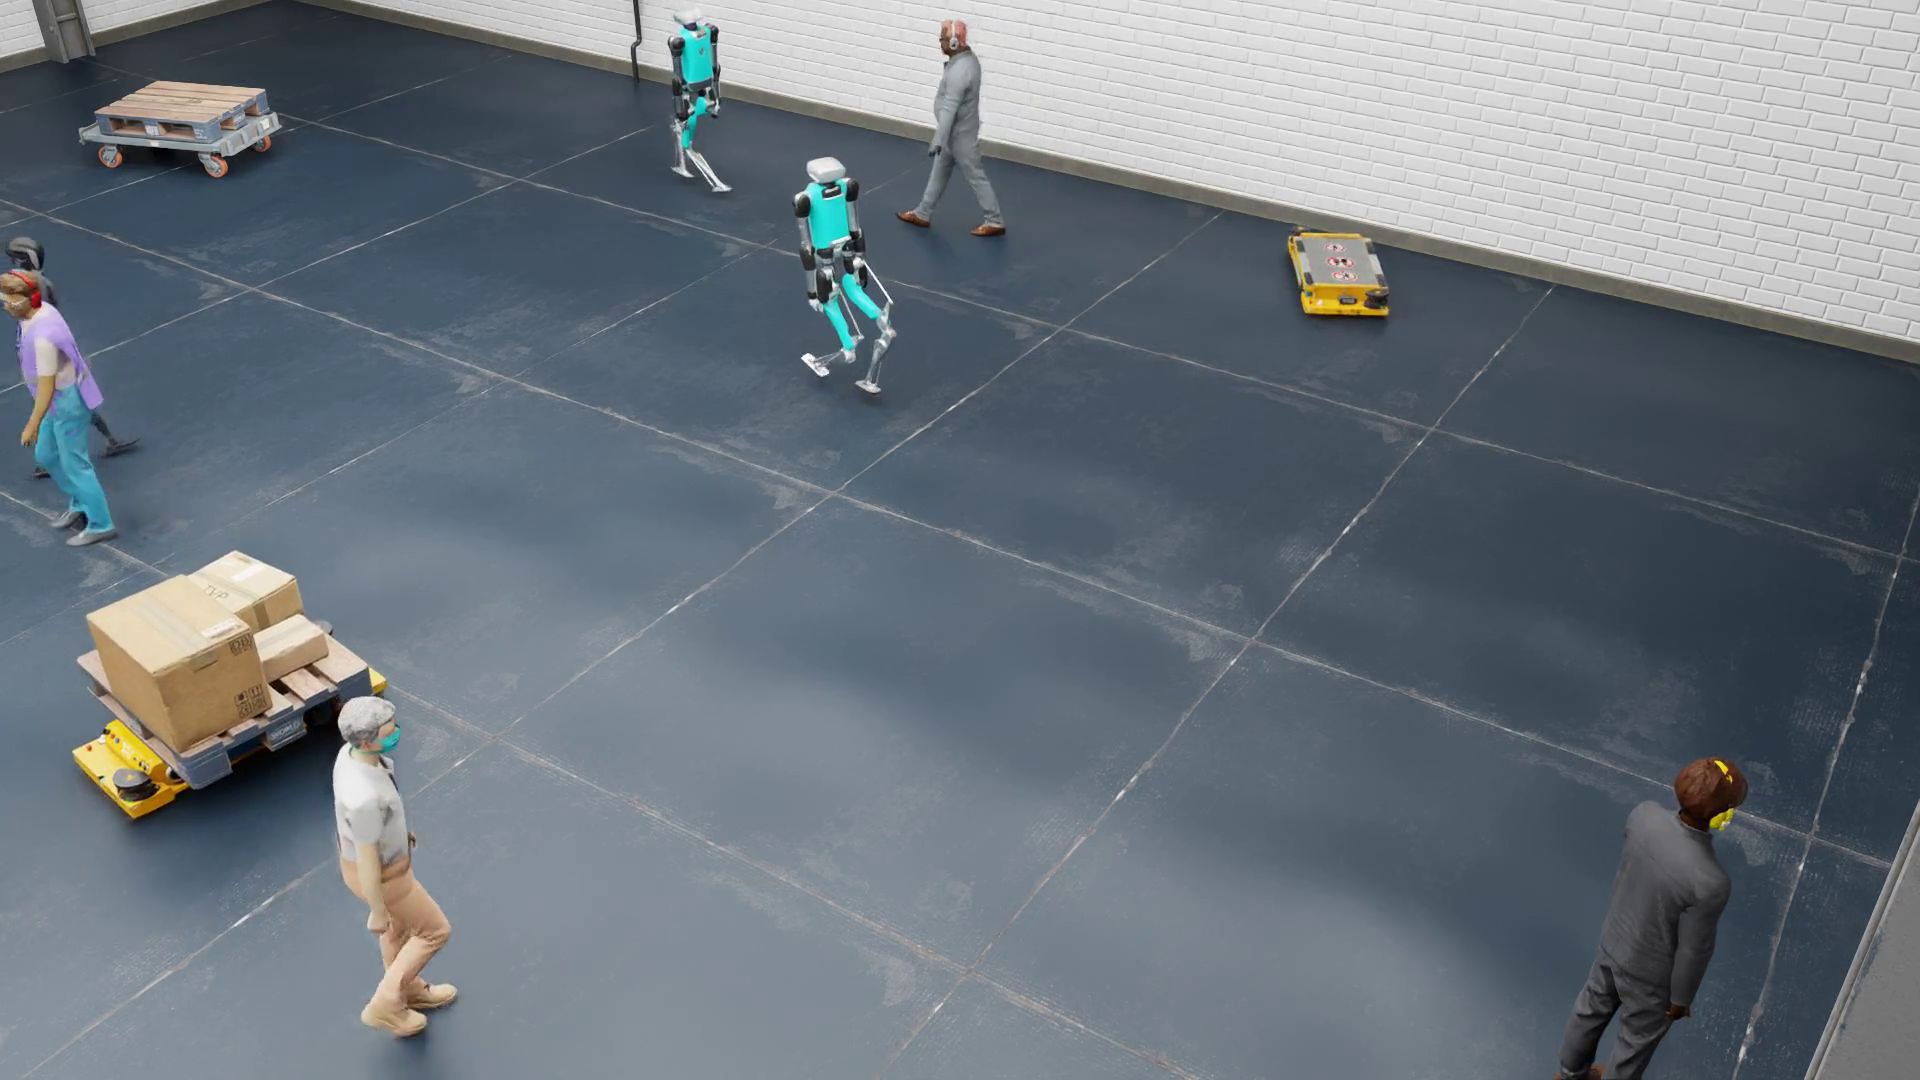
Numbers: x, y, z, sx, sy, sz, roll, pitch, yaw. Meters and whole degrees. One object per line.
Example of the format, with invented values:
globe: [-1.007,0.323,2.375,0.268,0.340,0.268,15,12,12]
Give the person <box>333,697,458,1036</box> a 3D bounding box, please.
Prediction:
person: [-2.335,1.336,6.824,0.379,1.726,0.501,-13,35,-19]

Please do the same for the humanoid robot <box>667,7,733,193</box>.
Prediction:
humanoid robot: [-2.511,-3.997,15.139,1.040,1.745,0.560,25,40,33]

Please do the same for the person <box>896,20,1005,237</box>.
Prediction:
person: [-0.053,-3.506,14.241,0.989,1.853,0.653,3,33,4]

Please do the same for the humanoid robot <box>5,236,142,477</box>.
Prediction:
humanoid robot: [-5.896,-1.200,10.832,0.661,1.632,0.590,-12,35,-17]

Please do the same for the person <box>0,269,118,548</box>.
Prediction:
person: [-5.468,-0.787,10.043,0.532,1.827,0.571,-21,38,-29]

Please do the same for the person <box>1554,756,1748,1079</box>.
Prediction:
person: [2.623,1.577,6.331,0.356,1.868,0.485,-11,34,-16]

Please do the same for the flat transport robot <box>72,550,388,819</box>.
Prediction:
flat transport robot: [-3.859,0.917,8.829,0.659,0.231,1.431,26,41,34]

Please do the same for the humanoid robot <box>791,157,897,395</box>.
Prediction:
humanoid robot: [-0.775,-1.773,11.649,0.539,1.733,0.981,-26,41,-34]

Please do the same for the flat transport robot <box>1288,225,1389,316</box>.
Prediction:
flat transport robot: [3.110,-2.225,13.719,0.659,0.231,1.431,2,33,3]
